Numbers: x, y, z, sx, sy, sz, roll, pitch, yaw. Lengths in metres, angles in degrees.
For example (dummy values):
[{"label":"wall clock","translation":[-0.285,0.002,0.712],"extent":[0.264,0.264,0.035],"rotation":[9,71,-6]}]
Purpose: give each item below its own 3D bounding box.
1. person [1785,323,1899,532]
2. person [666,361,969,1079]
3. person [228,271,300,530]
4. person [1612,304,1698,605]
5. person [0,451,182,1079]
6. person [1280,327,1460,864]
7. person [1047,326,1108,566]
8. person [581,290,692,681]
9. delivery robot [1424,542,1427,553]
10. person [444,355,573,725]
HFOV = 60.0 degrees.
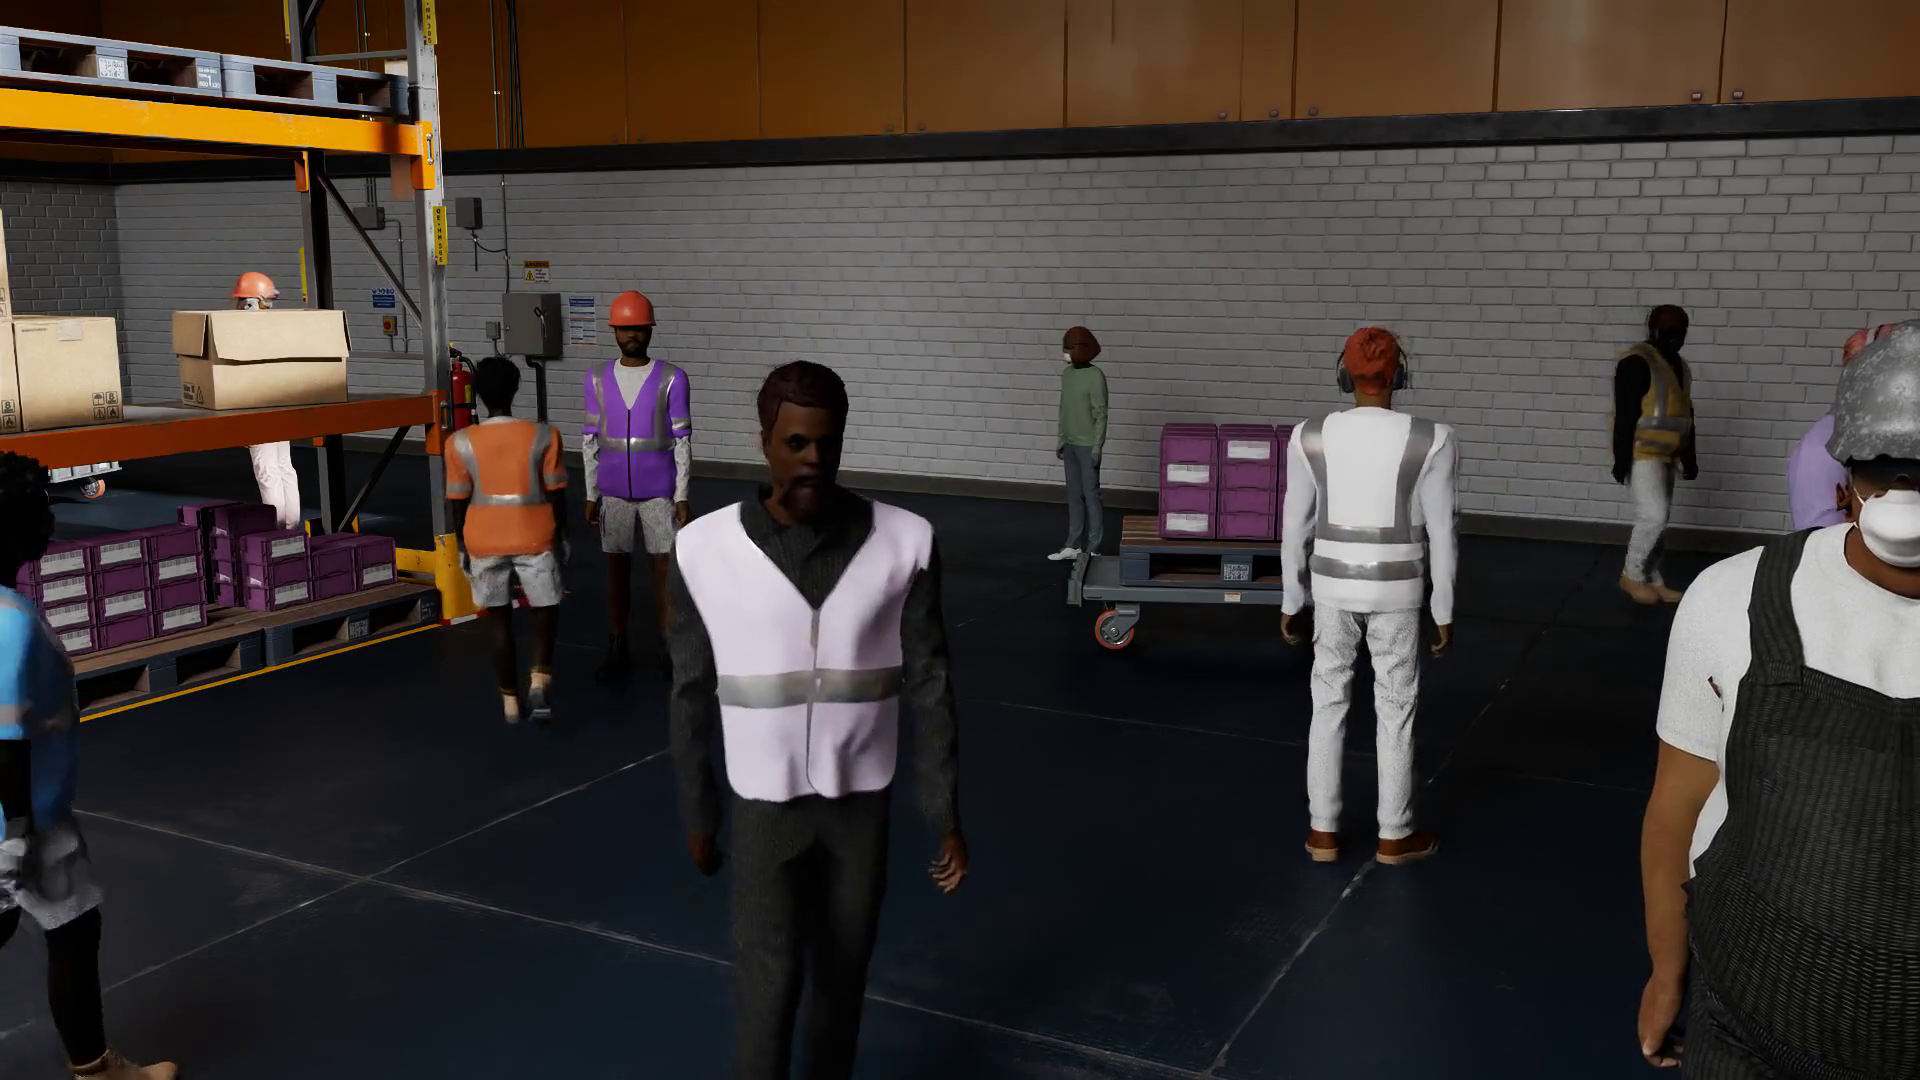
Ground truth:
[{"label":"person","translation":[2.833,0.283,5.213],"extent":[0.643,1.913,0.410],"rotation":[-8,13,-40]},{"label":"person","translation":[-0.300,0.571,3.566],"extent":[0.600,1.902,0.512],"rotation":[-3,10,-16]},{"label":"person","translation":[-4.816,-0.852,11.533],"extent":[0.376,1.997,0.612],"rotation":[0,10,0]},{"label":"person","translation":[4.161,-0.498,9.978],"extent":[0.713,1.822,0.430],"rotation":[-9,13,-42]},{"label":"person","translation":[-2.306,0.628,3.899],"extent":[0.536,1.673,0.724],"rotation":[9,13,43]},{"label":"person","translation":[1.410,0.212,5.768],"extent":[0.608,1.876,0.394],"rotation":[5,11,25]},{"label":"person","translation":[0.818,-0.636,11.335],"extent":[0.287,1.633,0.498],"rotation":[-5,11,-27]},{"label":"person","translation":[-1.606,-0.260,8.265],"extent":[0.551,1.942,0.345],"rotation":[1,10,4]},{"label":"delivery robot","translation":[2.407,0.093,9.960],"extent":[0.707,0.478,0.477],"rotation":[8,12,39]},{"label":"person","translation":[-1.992,0.025,7.361],"extent":[0.537,1.682,0.577],"rotation":[-2,10,-10]}]
